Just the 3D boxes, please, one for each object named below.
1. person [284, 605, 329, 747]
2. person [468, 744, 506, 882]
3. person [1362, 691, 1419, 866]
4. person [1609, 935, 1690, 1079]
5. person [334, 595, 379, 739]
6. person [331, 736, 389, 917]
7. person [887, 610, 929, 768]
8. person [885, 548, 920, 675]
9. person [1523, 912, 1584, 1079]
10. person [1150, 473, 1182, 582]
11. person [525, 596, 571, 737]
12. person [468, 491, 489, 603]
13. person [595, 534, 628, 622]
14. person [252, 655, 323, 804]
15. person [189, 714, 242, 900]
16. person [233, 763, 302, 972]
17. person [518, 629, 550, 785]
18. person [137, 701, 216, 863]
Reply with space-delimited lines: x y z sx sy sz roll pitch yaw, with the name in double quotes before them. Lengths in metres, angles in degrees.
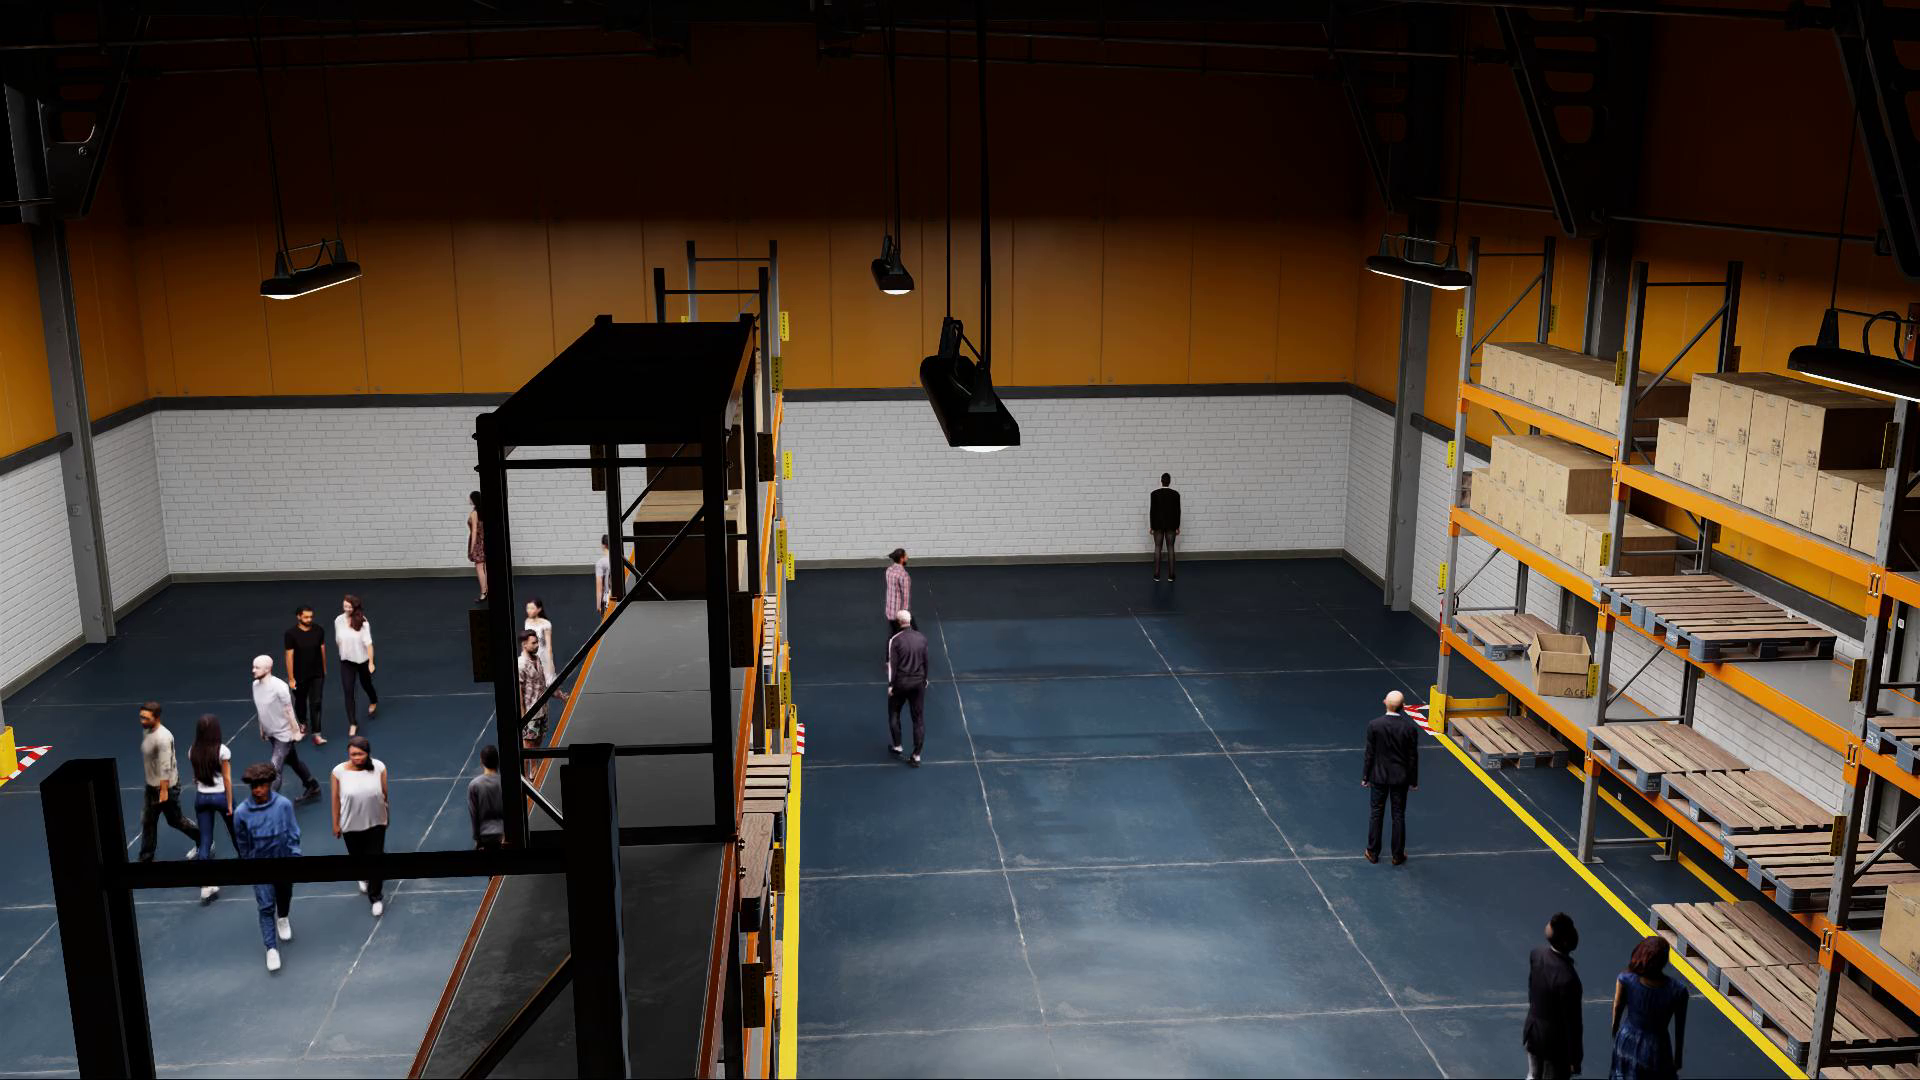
"person" -7.865 1.605 19.981 1.026 1.705 1.241 -9 16 -31
"person" -4.228 2.740 15.205 0.647 1.747 0.959 -1 14 -3
"person" 4.297 2.368 16.629 0.764 1.800 0.715 4 14 15
"person" 4.721 3.628 11.472 0.872 1.777 1.044 5 14 19
"person" -7.362 1.497 20.349 0.624 1.742 1.168 0 14 -1
"person" -5.656 2.650 15.769 0.837 1.657 1.154 -4 14 -18
"person" -0.561 1.742 19.208 0.914 1.803 1.012 -6 15 -25
"person" -0.887 0.980 22.481 0.943 1.744 0.881 -12 18 -40
"person" 4.144 3.488 11.684 0.803 1.950 0.584 -3 14 -13
"person" 3.370 -0.221 27.318 0.697 1.800 0.626 2 14 6
"person" -5.055 1.527 20.198 0.925 1.755 1.065 8 16 29
"person" -7.548 0.089 26.096 0.793 1.773 0.682 3 14 12
"person" -4.746 0.840 22.815 0.812 1.857 0.752 11 18 39
"person" -7.217 2.089 17.869 1.200 1.759 1.302 10 17 36
"person" -7.189 2.579 15.923 0.707 1.722 1.183 1 14 4
"person" -6.125 2.822 14.813 0.981 1.773 1.243 -7 15 -27
"person" -4.817 1.872 18.643 0.793 1.815 0.612 3 14 13
"person" -7.808 2.420 16.496 1.197 1.762 1.156 -13 19 -43
